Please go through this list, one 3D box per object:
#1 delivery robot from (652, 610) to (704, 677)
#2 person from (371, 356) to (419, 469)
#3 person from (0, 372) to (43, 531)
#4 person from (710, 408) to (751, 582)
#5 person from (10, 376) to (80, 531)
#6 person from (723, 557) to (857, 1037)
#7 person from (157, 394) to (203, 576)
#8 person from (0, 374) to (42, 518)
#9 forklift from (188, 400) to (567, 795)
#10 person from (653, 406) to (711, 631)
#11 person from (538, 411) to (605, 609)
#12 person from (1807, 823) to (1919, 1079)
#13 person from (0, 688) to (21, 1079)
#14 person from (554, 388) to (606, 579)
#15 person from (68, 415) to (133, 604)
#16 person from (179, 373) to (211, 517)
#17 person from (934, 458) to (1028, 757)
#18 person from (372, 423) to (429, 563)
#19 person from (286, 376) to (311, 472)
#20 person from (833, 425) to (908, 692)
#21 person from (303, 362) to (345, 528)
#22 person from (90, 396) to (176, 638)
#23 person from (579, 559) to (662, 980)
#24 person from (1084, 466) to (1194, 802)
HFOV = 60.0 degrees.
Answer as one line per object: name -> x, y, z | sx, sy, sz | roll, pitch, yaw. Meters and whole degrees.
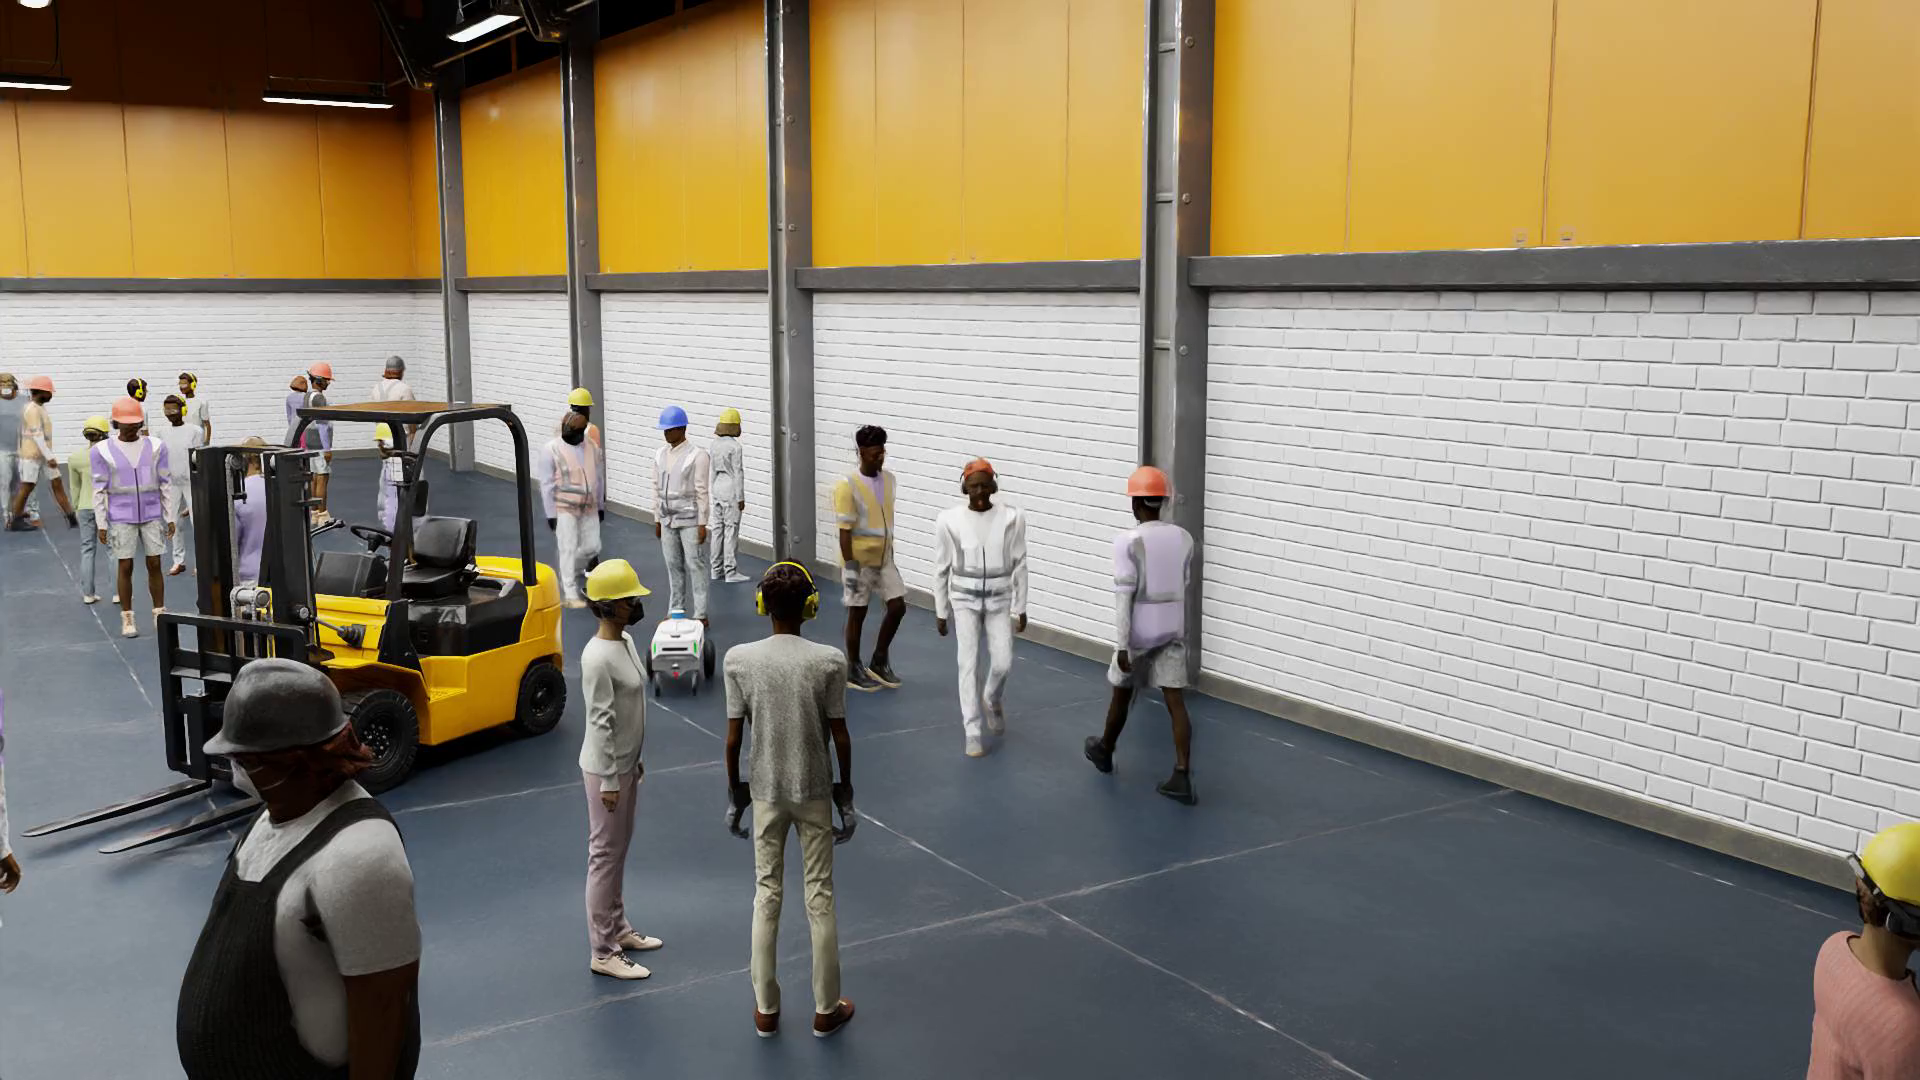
delivery robot -> -2.062, 0.756, 12.180 | 0.477, 0.478, 0.707 | -1, 8, -5
person -> -7.636, -1.497, 22.696 | 0.689, 2.000, 0.538 | 4, 10, 27
person -> -11.509, -1.073, 20.225 | 0.639, 1.928, 0.374 | -5, 10, -32
person -> -2.303, -0.448, 16.659 | 0.325, 1.736, 0.486 | -8, 12, -43
person -> -11.093, -1.039, 20.141 | 0.946, 1.883, 0.548 | -2, 9, -11
person -> -0.657, 0.998, 6.448 | 0.519, 1.873, 0.328 | 1, 8, 4
person -> -7.929, -0.555, 16.958 | 0.506, 1.864, 0.332 | 1, 8, 5
person -> -12.098, -1.165, 21.033 | 0.525, 1.884, 0.755 | 0, 8, 2
forklift -> -3.529, 0.258, 10.348 | 1.214, 2.155, 2.313 | 4, 9, 25
person -> -2.375, -0.169, 14.091 | 0.606, 1.939, 0.410 | 6, 10, 33
person -> -3.571, -0.279, 15.264 | 0.547, 1.819, 0.656 | 8, 11, 42
person -> 2.021, 1.467, 3.682 | 0.344, 1.756, 0.532 | 2, 9, 13
person -> -3.488, 1.078, 5.682 | 0.377, 1.938, 0.547 | 5, 10, 29
person -> -3.824, -0.569, 16.815 | 0.587, 1.928, 0.363 | 5, 10, 29
person -> -7.969, -0.278, 15.436 | 0.515, 1.759, 0.335 | 0, 8, -2
person -> -9.848, -1.214, 21.359 | 0.521, 1.873, 0.336 | 3, 9, 20
person -> 0.129, 0.404, 10.464 | 0.602, 1.869, 0.493 | -1, 8, -4
person -> -4.768, -0.127, 14.218 | 0.422, 1.819, 0.664 | 0, 8, 1
person -> -10.000, -1.676, 25.263 | 0.498, 1.633, 0.283 | 4, 9, 27
person -> -0.628, 0.141, 11.946 | 0.542, 1.945, 0.643 | 7, 11, 41
person -> -7.852, -1.164, 20.475 | 0.384, 2.035, 0.605 | -6, 10, -36
person -> -6.903, -0.191, 13.933 | 0.613, 2.032, 0.412 | -7, 11, -39
person -> -1.448, 0.957, 7.065 | 0.309, 1.772, 0.525 | 0, 8, 0
person -> 1.088, 0.515, 9.668 | 0.560, 1.875, 1.015 | -4, 9, -25
